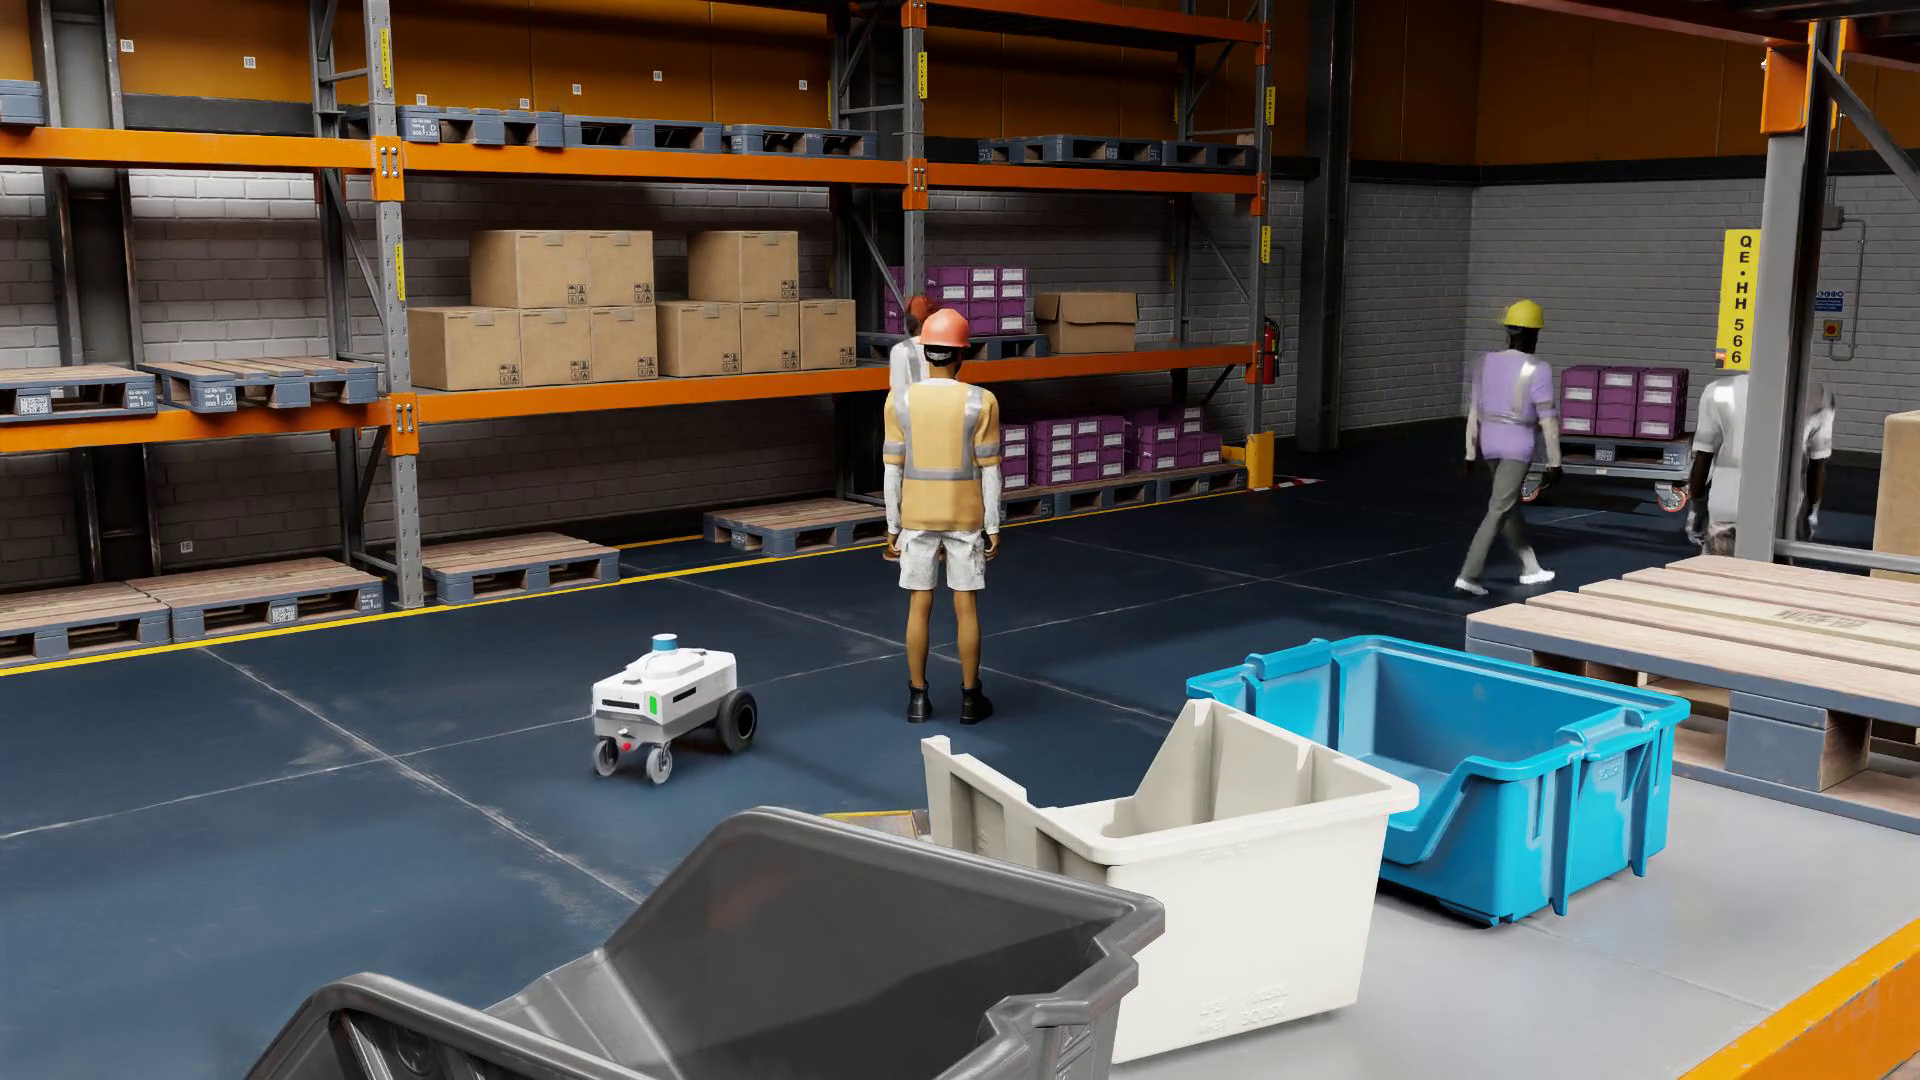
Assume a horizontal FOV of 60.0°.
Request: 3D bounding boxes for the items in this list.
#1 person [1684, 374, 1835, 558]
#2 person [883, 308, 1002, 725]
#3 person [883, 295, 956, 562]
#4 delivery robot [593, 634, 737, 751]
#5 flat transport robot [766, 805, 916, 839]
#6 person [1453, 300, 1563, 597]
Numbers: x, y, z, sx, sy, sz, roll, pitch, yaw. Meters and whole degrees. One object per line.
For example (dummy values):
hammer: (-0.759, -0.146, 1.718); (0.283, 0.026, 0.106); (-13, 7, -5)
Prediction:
person: (3.882, -0.163, 8.112); (0.611, 1.928, 0.596); (6, 12, 29)
person: (-0.076, -0.104, 7.761); (0.551, 1.934, 0.373); (1, 10, 8)
person: (-0.275, -0.772, 11.669); (0.597, 1.880, 0.389); (-7, 13, -36)
delivery robot: (-1.262, 0.648, 7.158); (0.477, 0.478, 0.707); (4, 11, 22)
flat transport robot: (-0.362, 1.160, 5.349); (0.652, 0.197, 1.431); (-1, 10, -7)
person: (3.510, -0.577, 10.599); (0.988, 1.882, 0.607); (-6, 12, -29)
